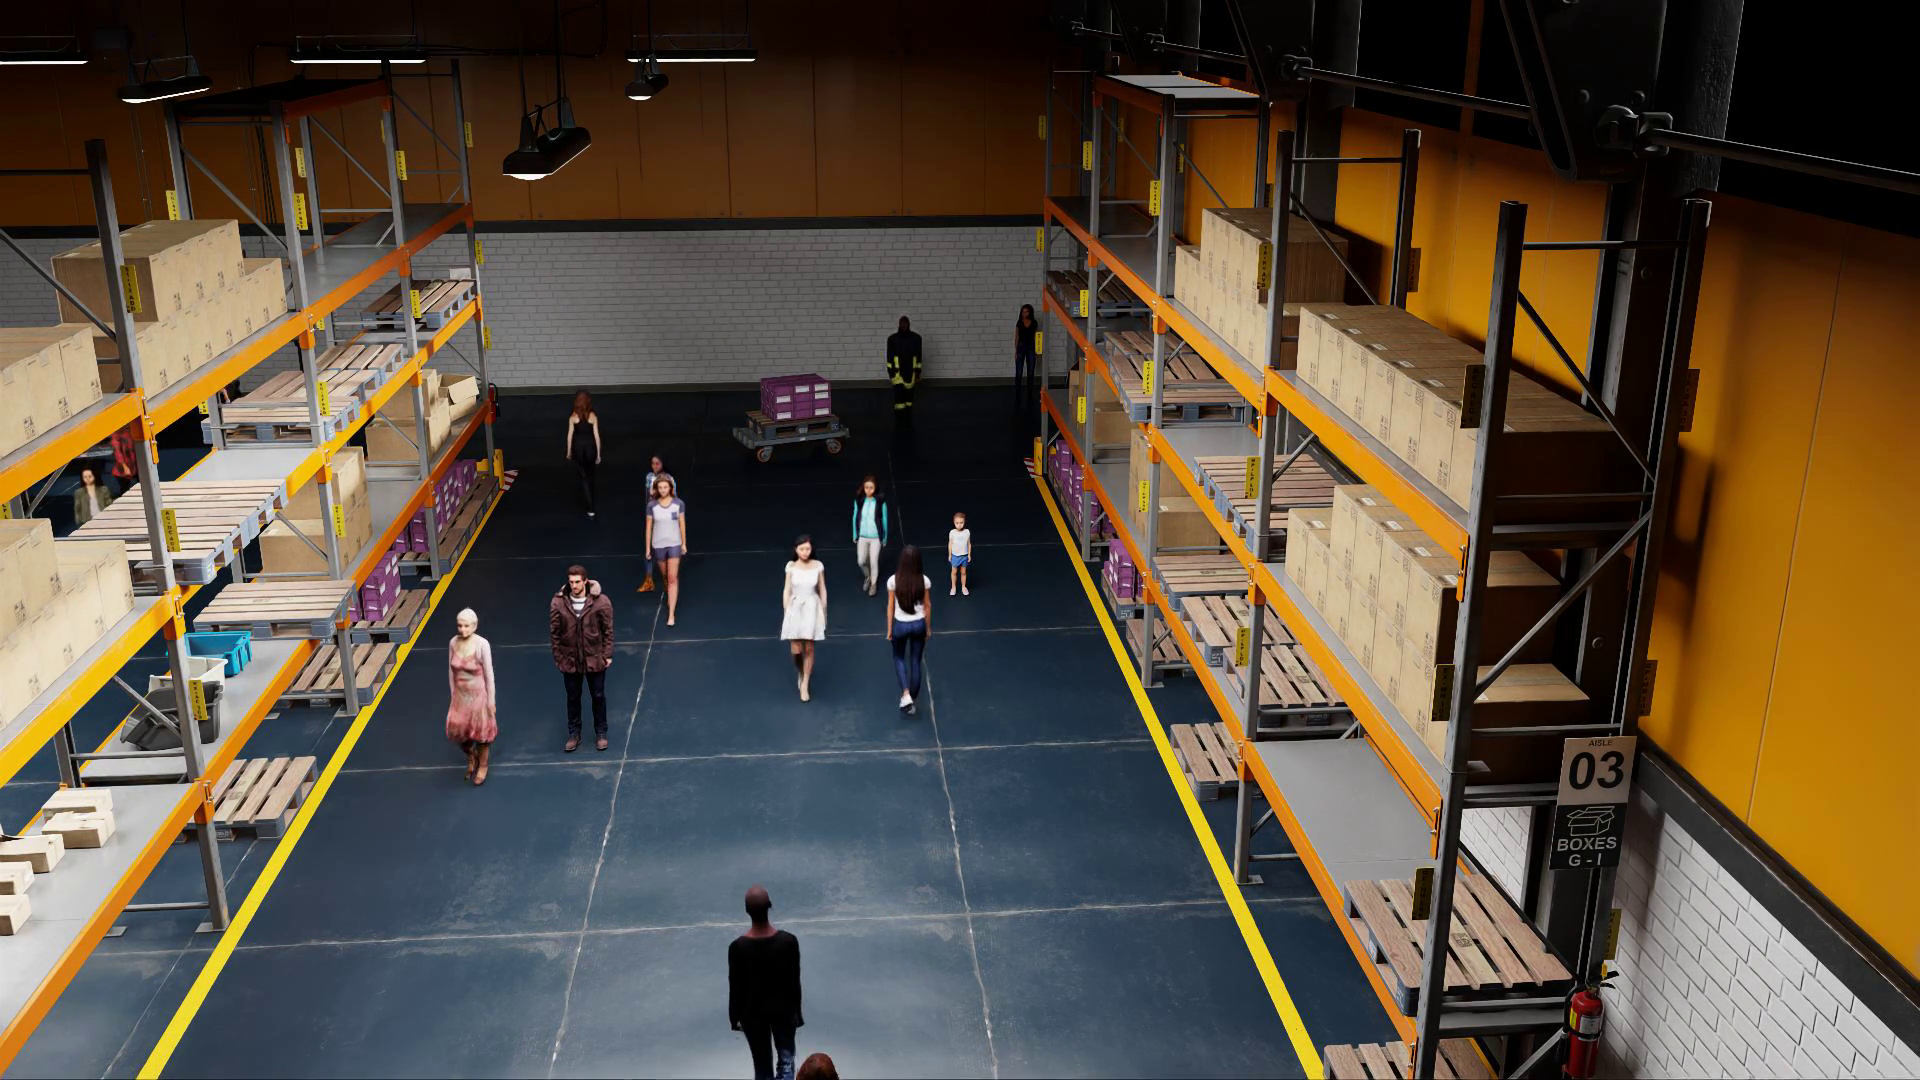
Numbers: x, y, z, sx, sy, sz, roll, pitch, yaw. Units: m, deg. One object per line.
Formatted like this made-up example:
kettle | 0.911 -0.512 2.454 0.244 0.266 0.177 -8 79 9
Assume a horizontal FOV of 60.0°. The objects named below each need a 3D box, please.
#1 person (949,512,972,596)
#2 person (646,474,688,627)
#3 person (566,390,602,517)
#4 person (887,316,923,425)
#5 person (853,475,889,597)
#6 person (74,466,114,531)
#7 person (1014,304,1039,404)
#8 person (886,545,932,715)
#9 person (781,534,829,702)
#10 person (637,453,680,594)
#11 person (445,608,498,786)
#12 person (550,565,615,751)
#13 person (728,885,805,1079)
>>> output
person | 0.001 0.157 19.873 0.417 1.019 0.414 -1 19 -3
person | -3.363 0.064 19.101 0.626 1.688 1.087 -1 19 -4
person | -5.119 -1.153 22.698 0.818 1.699 1.195 -7 20 -19
person | -0.920 -2.841 27.590 0.720 1.776 1.133 -2 19 -6
person | -1.059 -0.080 19.837 0.636 1.492 0.641 3 19 8
person | -10.488 -0.203 20.258 0.644 1.457 0.779 -4 19 -12
person | 1.145 -3.243 28.844 0.561 1.737 0.529 -1 19 -3
person | -0.494 0.924 16.428 0.591 1.765 0.628 -2 19 -5
person | -1.581 0.766 16.895 0.662 1.766 0.718 -3 19 -8
person | -3.527 -0.242 20.009 0.929 1.688 1.078 8 20 23
person | -4.413 1.395 15.161 0.698 1.682 0.696 3 19 9
person | -3.573 1.099 15.780 0.741 1.847 0.638 -1 19 -3
person | -1.186 2.983 10.354 0.646 1.739 0.679 -3 19 -10
